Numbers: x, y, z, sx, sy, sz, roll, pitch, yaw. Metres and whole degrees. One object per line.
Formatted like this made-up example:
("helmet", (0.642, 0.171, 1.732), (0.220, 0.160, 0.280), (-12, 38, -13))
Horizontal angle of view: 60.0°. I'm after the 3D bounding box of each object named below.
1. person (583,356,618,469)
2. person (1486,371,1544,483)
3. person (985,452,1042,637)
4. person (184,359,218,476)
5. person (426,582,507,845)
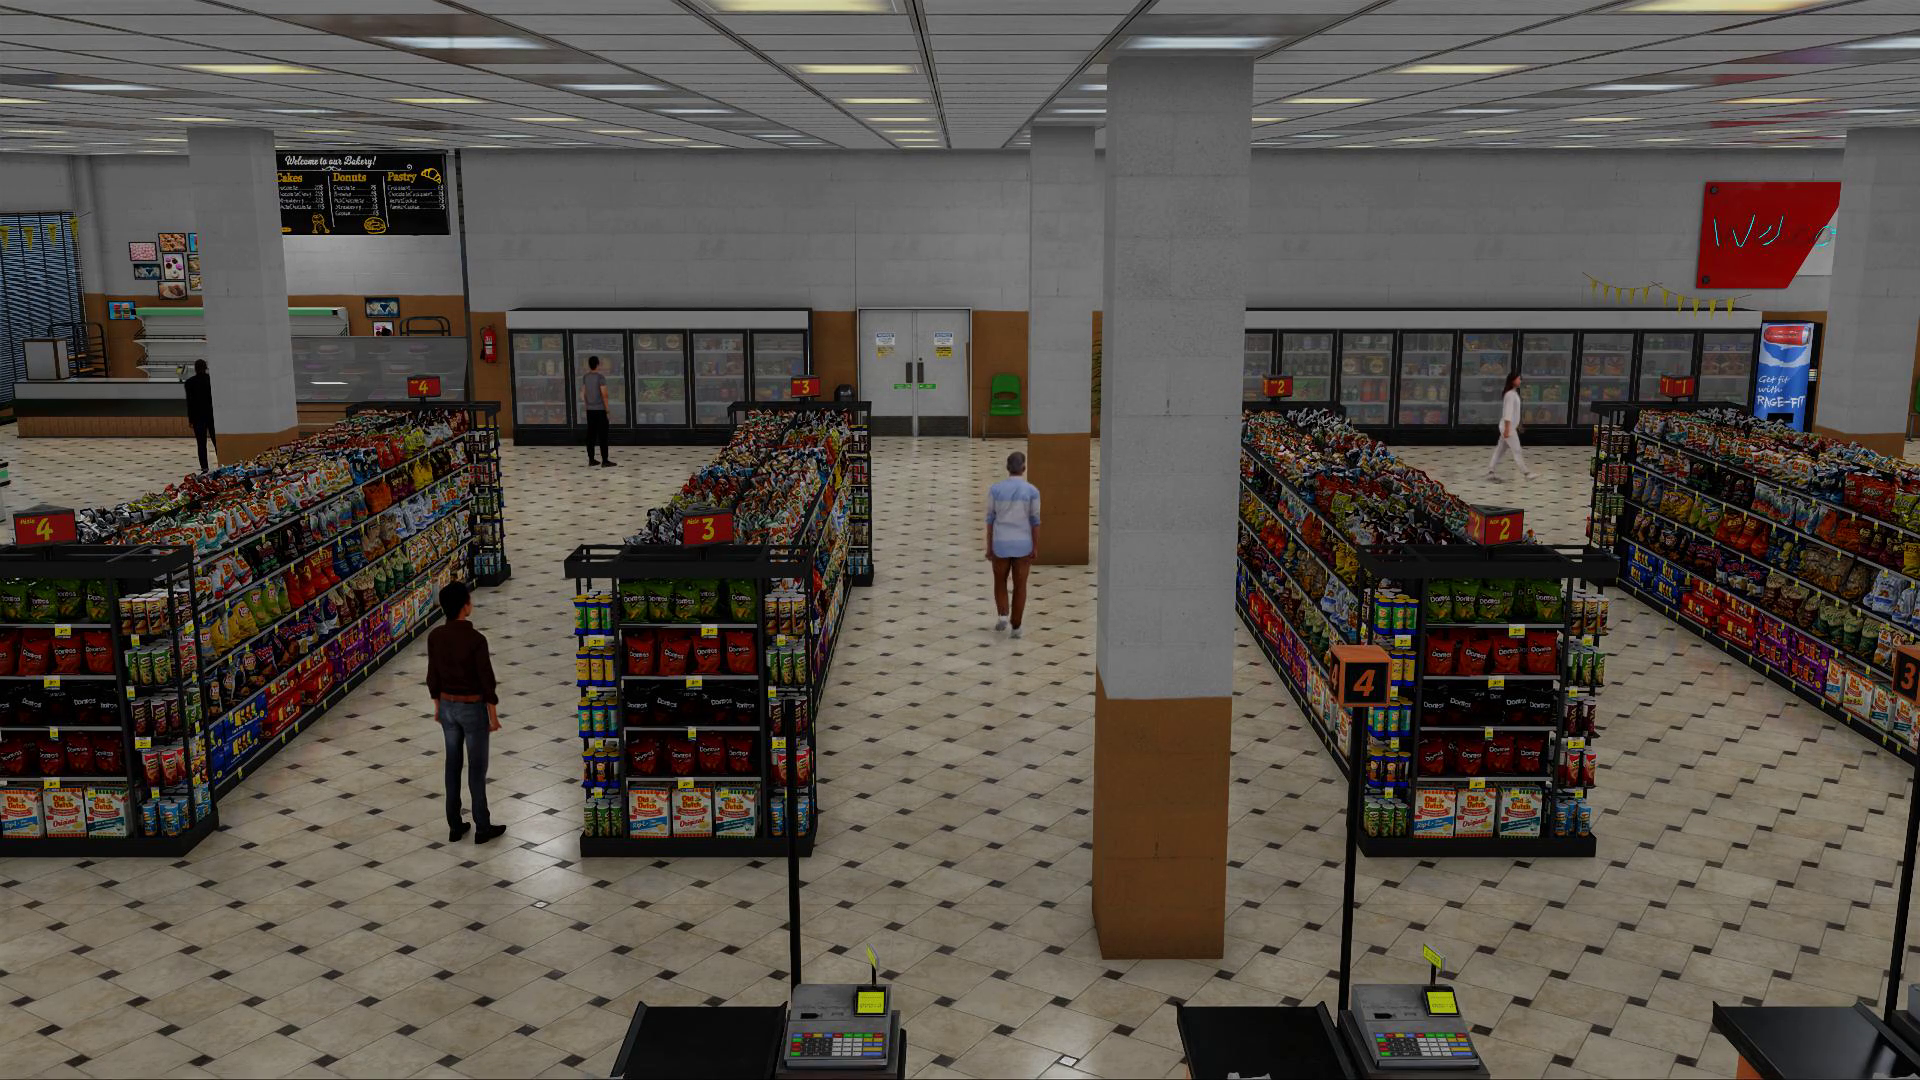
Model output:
("person", (-5.748, -2.039, 26.323), (0.706, 1.754, 0.715), (7, 14, 30))
("person", (8.110, -1.669, 24.810), (0.832, 1.653, 1.014), (3, 12, 14))
("person", (0.506, 0.060, 16.193), (0.739, 1.820, 0.743), (1, 12, 6))
("person", (-11.421, -1.833, 25.192), (0.782, 1.818, 0.825), (-10, 16, -40))
("person", (-3.321, 1.149, 11.116), (0.705, 1.782, 0.635), (4, 12, 17))
